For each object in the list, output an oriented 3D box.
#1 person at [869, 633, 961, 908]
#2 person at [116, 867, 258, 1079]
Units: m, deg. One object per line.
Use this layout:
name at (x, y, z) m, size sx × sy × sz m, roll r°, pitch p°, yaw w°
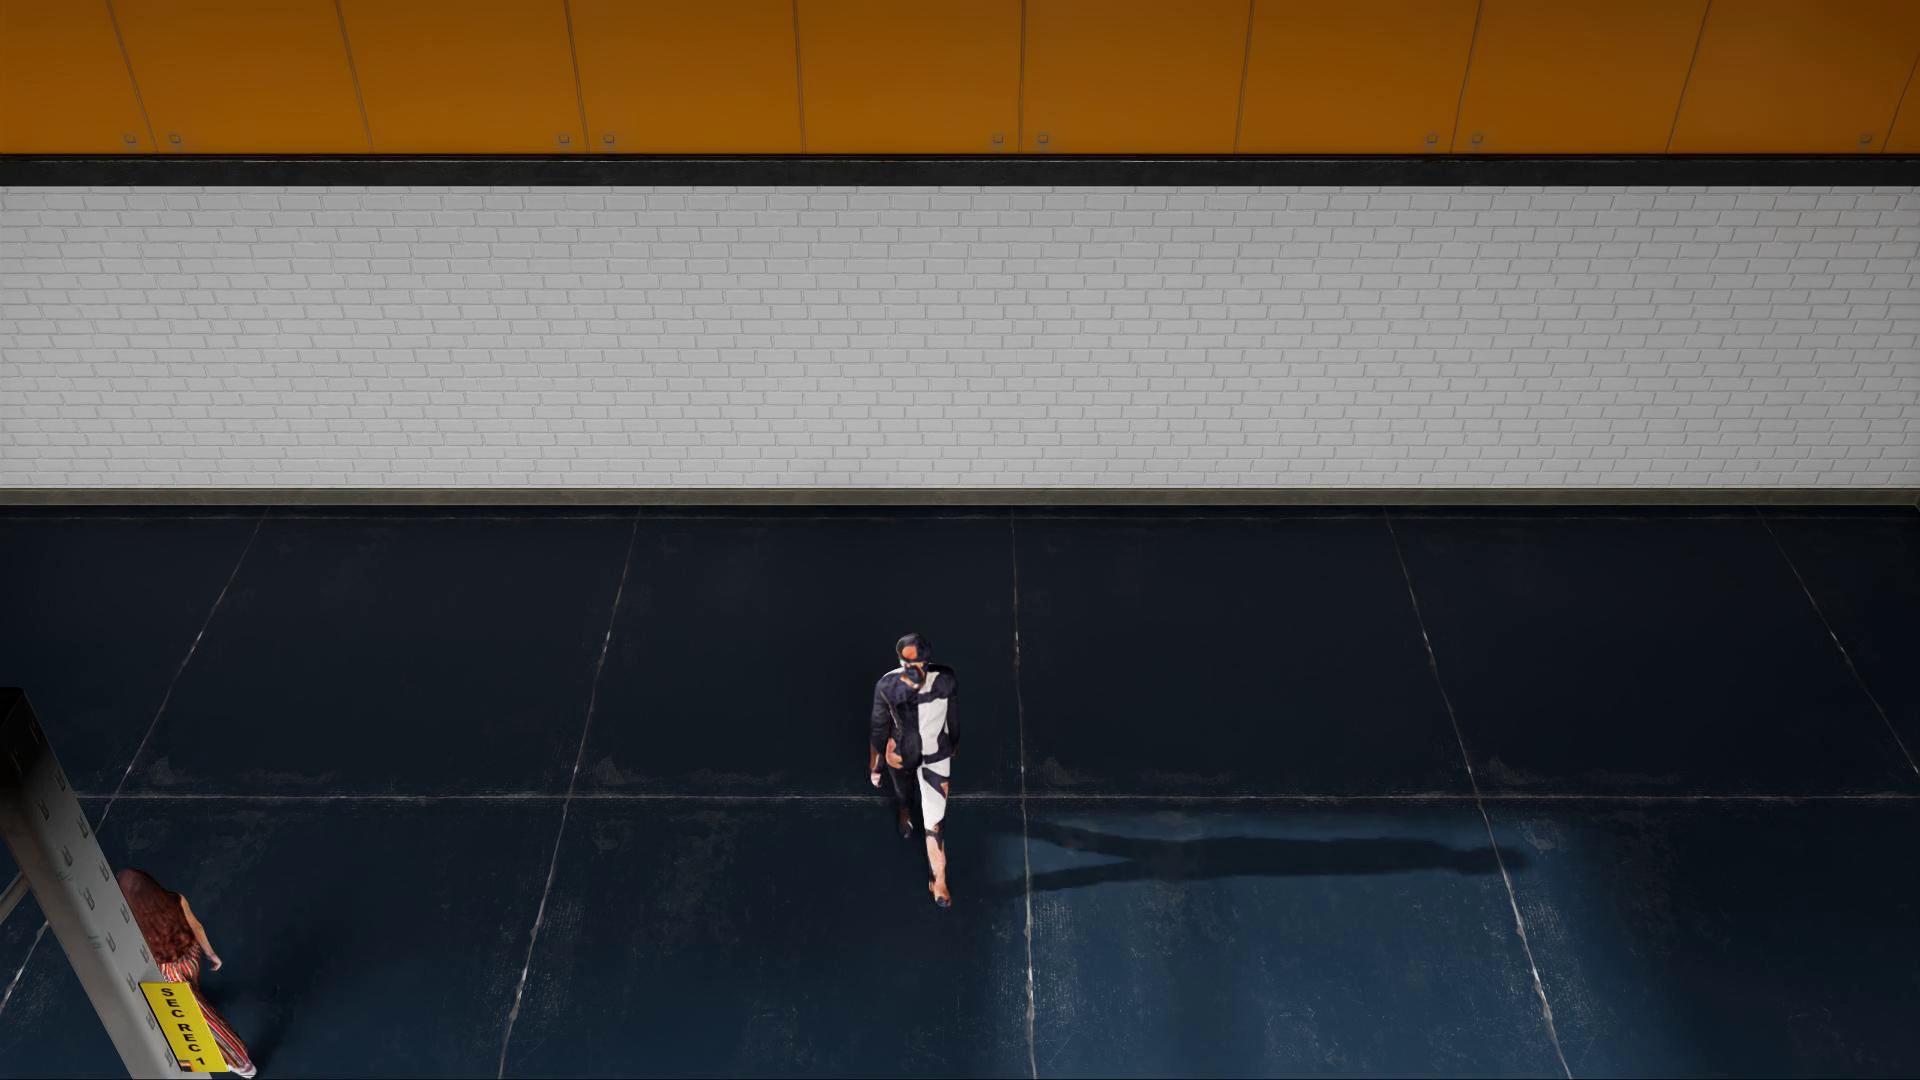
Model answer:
person at (-0.277, 1.230, 10.067) m, size 0.852 × 1.843 × 1.229 m, roll -5°, pitch 39°, yaw -6°
person at (-4.145, 2.353, 8.924) m, size 1.017 × 1.516 × 1.069 m, roll 23°, pitch 44°, yaw 26°
